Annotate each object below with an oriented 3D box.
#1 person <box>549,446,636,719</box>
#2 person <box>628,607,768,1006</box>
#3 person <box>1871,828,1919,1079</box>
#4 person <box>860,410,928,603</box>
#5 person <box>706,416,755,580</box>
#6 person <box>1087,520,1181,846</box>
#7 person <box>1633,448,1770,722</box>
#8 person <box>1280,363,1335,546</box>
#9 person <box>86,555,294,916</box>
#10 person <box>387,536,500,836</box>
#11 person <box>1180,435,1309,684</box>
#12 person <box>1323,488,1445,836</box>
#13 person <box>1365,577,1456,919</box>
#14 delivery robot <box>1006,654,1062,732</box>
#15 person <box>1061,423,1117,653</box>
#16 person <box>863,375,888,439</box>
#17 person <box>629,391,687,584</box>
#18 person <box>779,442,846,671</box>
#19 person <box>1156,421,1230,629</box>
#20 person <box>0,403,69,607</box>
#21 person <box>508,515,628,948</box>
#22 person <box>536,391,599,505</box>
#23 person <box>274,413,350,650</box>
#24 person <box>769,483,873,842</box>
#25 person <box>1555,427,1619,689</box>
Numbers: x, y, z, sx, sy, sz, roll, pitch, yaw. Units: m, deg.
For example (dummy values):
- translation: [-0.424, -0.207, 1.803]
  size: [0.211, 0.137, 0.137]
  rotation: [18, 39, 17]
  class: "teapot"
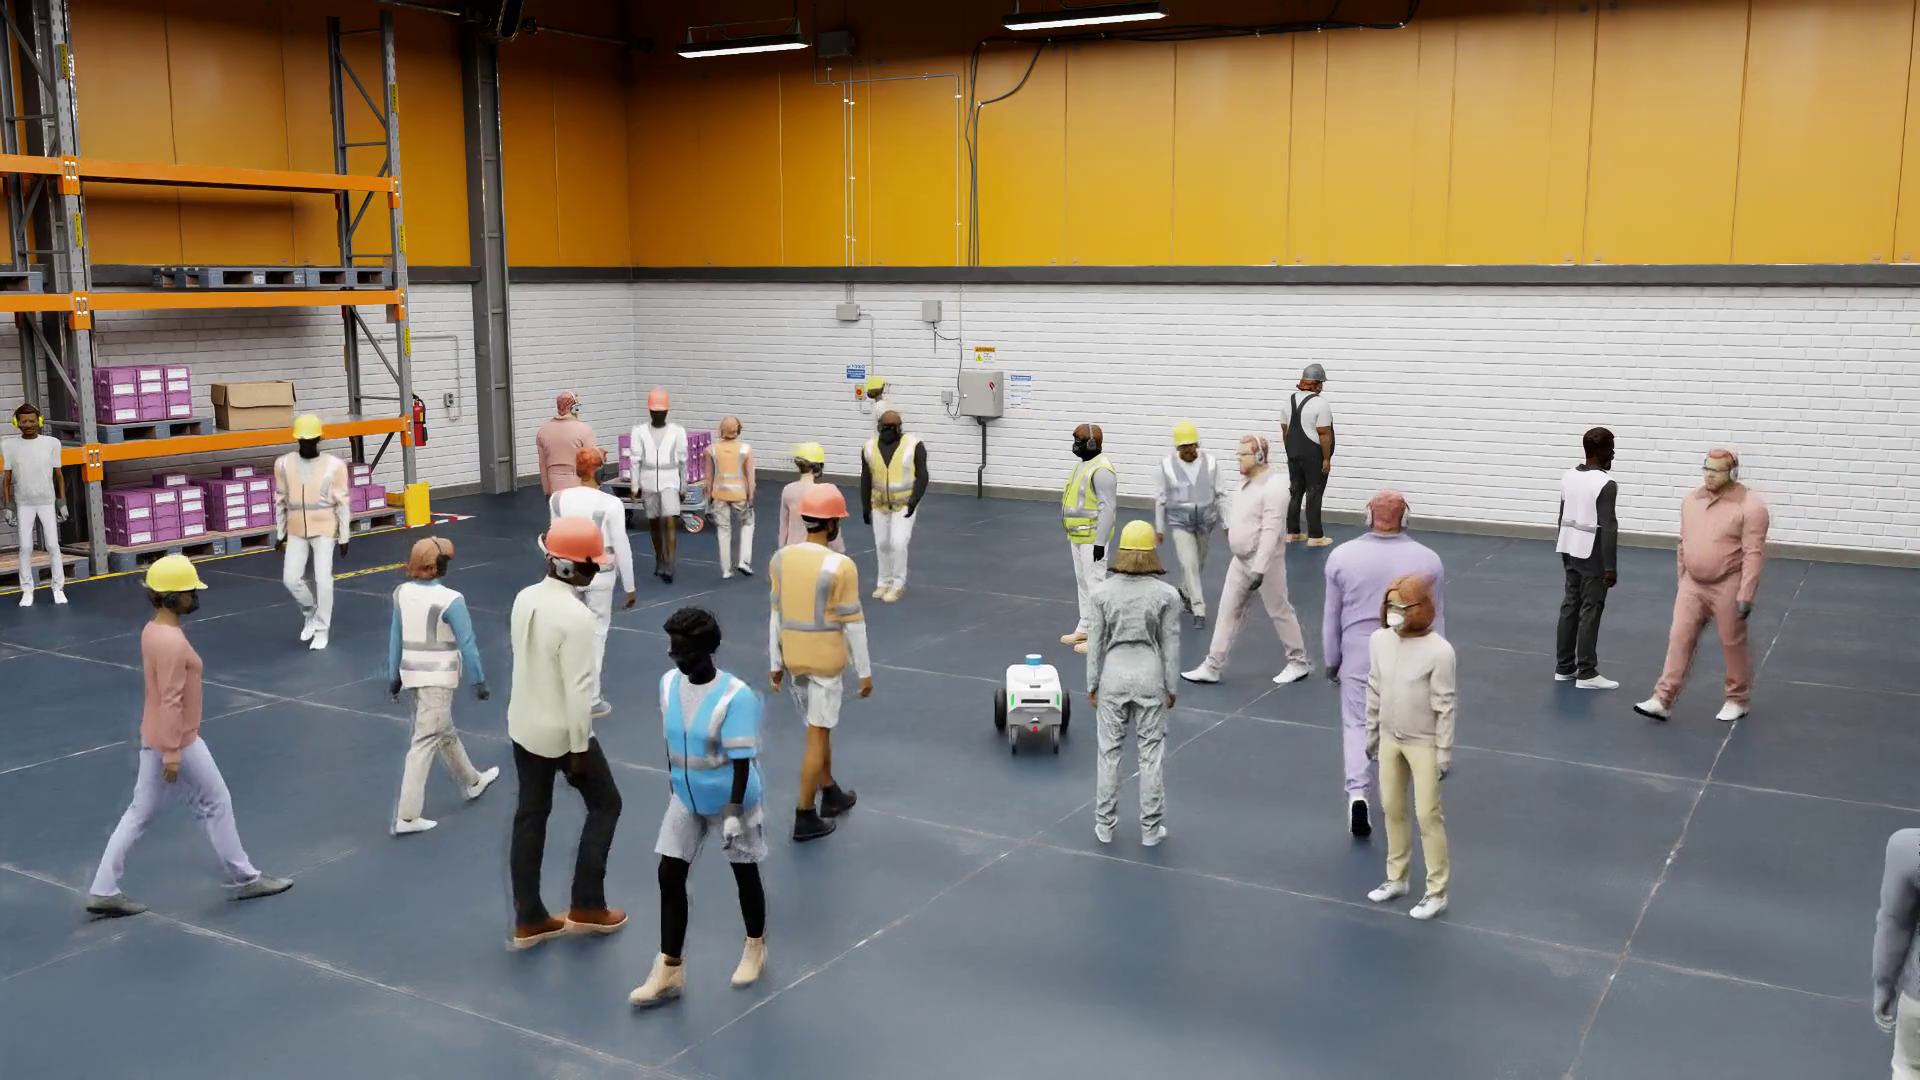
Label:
- translation: [-2.482, 0.284, 11.389]
  size: [0.606, 1.864, 0.571]
  rotation: [4, 10, 23]
  class: "person"
- translation: [-1.075, 1.101, 6.882]
  size: [0.557, 1.654, 0.748]
  rotation: [5, 11, 30]
  class: "person"
- translation: [3.096, 1.413, 5.128]
  size: [0.501, 1.623, 0.337]
  rotation: [6, 11, 32]
  class: "person"
- translation: [-0.603, -0.311, 15.347]
  size: [0.651, 1.792, 0.565]
  rotation: [3, 10, 17]
  class: "person"
- translation: [-2.267, -0.418, 16.529]
  size: [0.518, 1.628, 0.401]
  rotation: [1, 9, 6]
  class: "person"
- translation: [0.925, 0.758, 8.852]
  size: [0.491, 1.734, 0.334]
  rotation: [1, 9, 8]
  class: "person"
- translation: [5.001, 0.324, 11.150]
  size: [0.890, 1.864, 0.672]
  rotation: [-6, 11, -33]
  class: "person"
- translation: [3.944, -0.964, 18.638]
  size: [0.536, 2.000, 0.688]
  rotation: [-6, 11, -31]
  class: "person"
- translation: [-3.730, 0.922, 7.863]
  size: [0.897, 1.722, 0.536]
  rotation: [-6, 11, -35]
  class: "person"
- translation: [-2.853, 0.773, 9.192]
  size: [0.542, 1.592, 0.879]
  rotation: [6, 11, 32]
  class: "person"
- translation: [2.167, 0.159, 12.216]
  size: [0.995, 1.861, 0.652]
  rotation: [-3, 10, -20]
  class: "person"
- translation: [2.306, 0.656, 9.095]
  size: [0.649, 1.878, 0.869]
  rotation: [2, 9, 13]
  class: "person"
- translation: [2.126, 0.971, 7.891]
  size: [0.326, 1.615, 0.502]
  rotation: [-7, 11, -36]
  class: "person"
- translation: [0.476, 0.987, 10.792]
  size: [0.477, 0.478, 0.707]
  rotation: [0, 9, 0]
  class: "delivery robot"
- translation: [1.028, -0.021, 13.371]
  size: [0.429, 1.842, 0.635]
  rotation: [-2, 9, -13]
  class: "person"
- translation: [-1.029, -1.208, 21.066]
  size: [0.385, 1.750, 0.542]
  rotation: [0, 9, 0]
  class: "person"
- translation: [-2.973, -0.523, 16.383]
  size: [0.551, 1.876, 1.011]
  rotation: [-1, 9, -3]
  class: "person"
- translation: [-1.099, 0.118, 12.857]
  size: [0.810, 1.736, 0.546]
  rotation: [-8, 12, -42]
  class: "person"
- translation: [2.015, -0.166, 14.511]
  size: [0.649, 1.780, 0.878]
  rotation: [-1, 9, -4]
  class: "person"
- translation: [-8.446, -0.320, 15.199]
  size: [0.514, 1.858, 0.325]
  rotation: [-5, 10, -28]
  class: "person"
- translation: [-1.777, 0.853, 7.529]
  size: [0.652, 1.955, 0.663]
  rotation: [7, 12, 38]
  class: "person"
- translation: [-3.745, -0.485, 16.069]
  size: [0.643, 1.909, 0.410]
  rotation: [3, 10, 20]
  class: "person"
- translation: [-5.232, -0.070, 13.432]
  size: [0.621, 1.914, 0.396]
  rotation: [0, 9, 0]
  class: "person"
- translation: [-0.692, 0.638, 9.039]
  size: [0.565, 1.906, 0.794]
  rotation: [7, 11, 36]
  class: "person"
- translation: [4.603, 0.128, 12.199]
  size: [0.383, 1.918, 0.597]
  rotation: [-2, 9, -14]
  class: "person"
